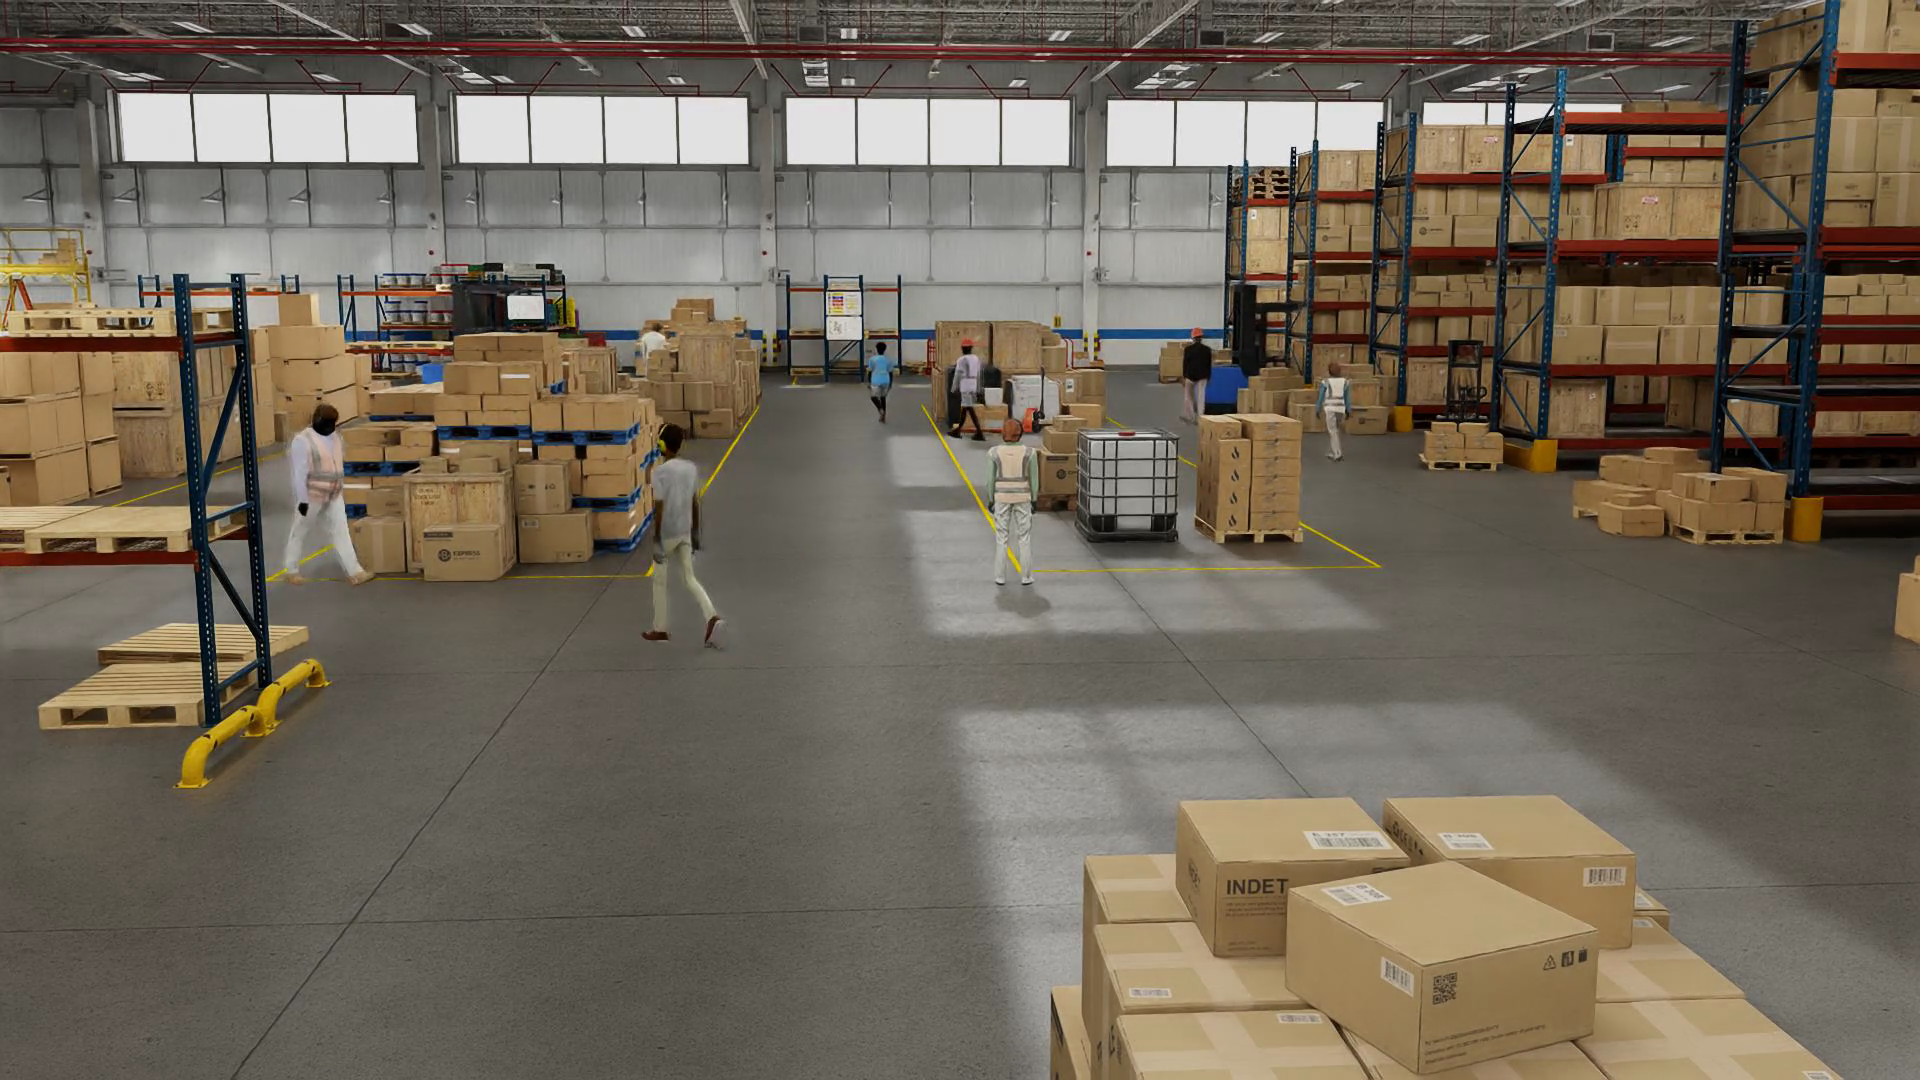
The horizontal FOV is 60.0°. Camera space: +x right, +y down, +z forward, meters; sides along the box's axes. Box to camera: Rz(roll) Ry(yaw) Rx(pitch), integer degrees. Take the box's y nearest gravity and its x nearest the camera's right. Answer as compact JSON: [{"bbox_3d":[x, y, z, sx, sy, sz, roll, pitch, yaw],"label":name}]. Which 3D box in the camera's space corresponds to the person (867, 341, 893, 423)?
[{"bbox_3d":[-1.610,-3.215,33.968,0.548,1.680,0.547,-4,10,-23],"label":"person"}]

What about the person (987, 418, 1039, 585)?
[{"bbox_3d":[0.516,-0.366,16.213,0.510,1.640,0.308,1,9,4],"label":"person"}]

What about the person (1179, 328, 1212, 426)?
[{"bbox_3d":[4.737,-3.291,33.559,0.657,1.958,0.935,-2,9,-11],"label":"person"}]

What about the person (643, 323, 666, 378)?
[{"bbox_3d":[-7.461,-4.372,40.688,0.664,1.862,1.040,2,9,14],"label":"person"}]

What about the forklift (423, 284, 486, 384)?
[{"bbox_3d":[-10.748,-4.215,36.494,1.873,2.768,1.129,2,9,13],"label":"forklift"}]

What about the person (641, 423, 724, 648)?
[{"bbox_3d":[-2.281,-0.036,13.530,0.856,1.842,0.525,8,12,40],"label":"person"}]

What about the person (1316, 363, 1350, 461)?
[{"bbox_3d":[6.141,-2.100,27.251,0.529,1.599,0.856,-2,9,-12],"label":"person"}]

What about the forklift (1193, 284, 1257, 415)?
[{"bbox_3d":[6.034,-4.068,35.576,1.873,2.768,1.129,-1,9,-4],"label":"forklift"}]

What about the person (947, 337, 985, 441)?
[{"bbox_3d":[0.125,-2.770,30.554,0.985,1.891,0.565,7,12,39],"label":"person"}]

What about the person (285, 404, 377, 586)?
[{"bbox_3d":[-6.204,-0.424,16.162,0.995,1.780,0.692,4,10,24],"label":"person"}]

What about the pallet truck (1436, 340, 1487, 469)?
[{"bbox_3d":[8.004,-2.170,26.422,0.823,1.965,1.885,2,9,14],"label":"pallet truck"}]
